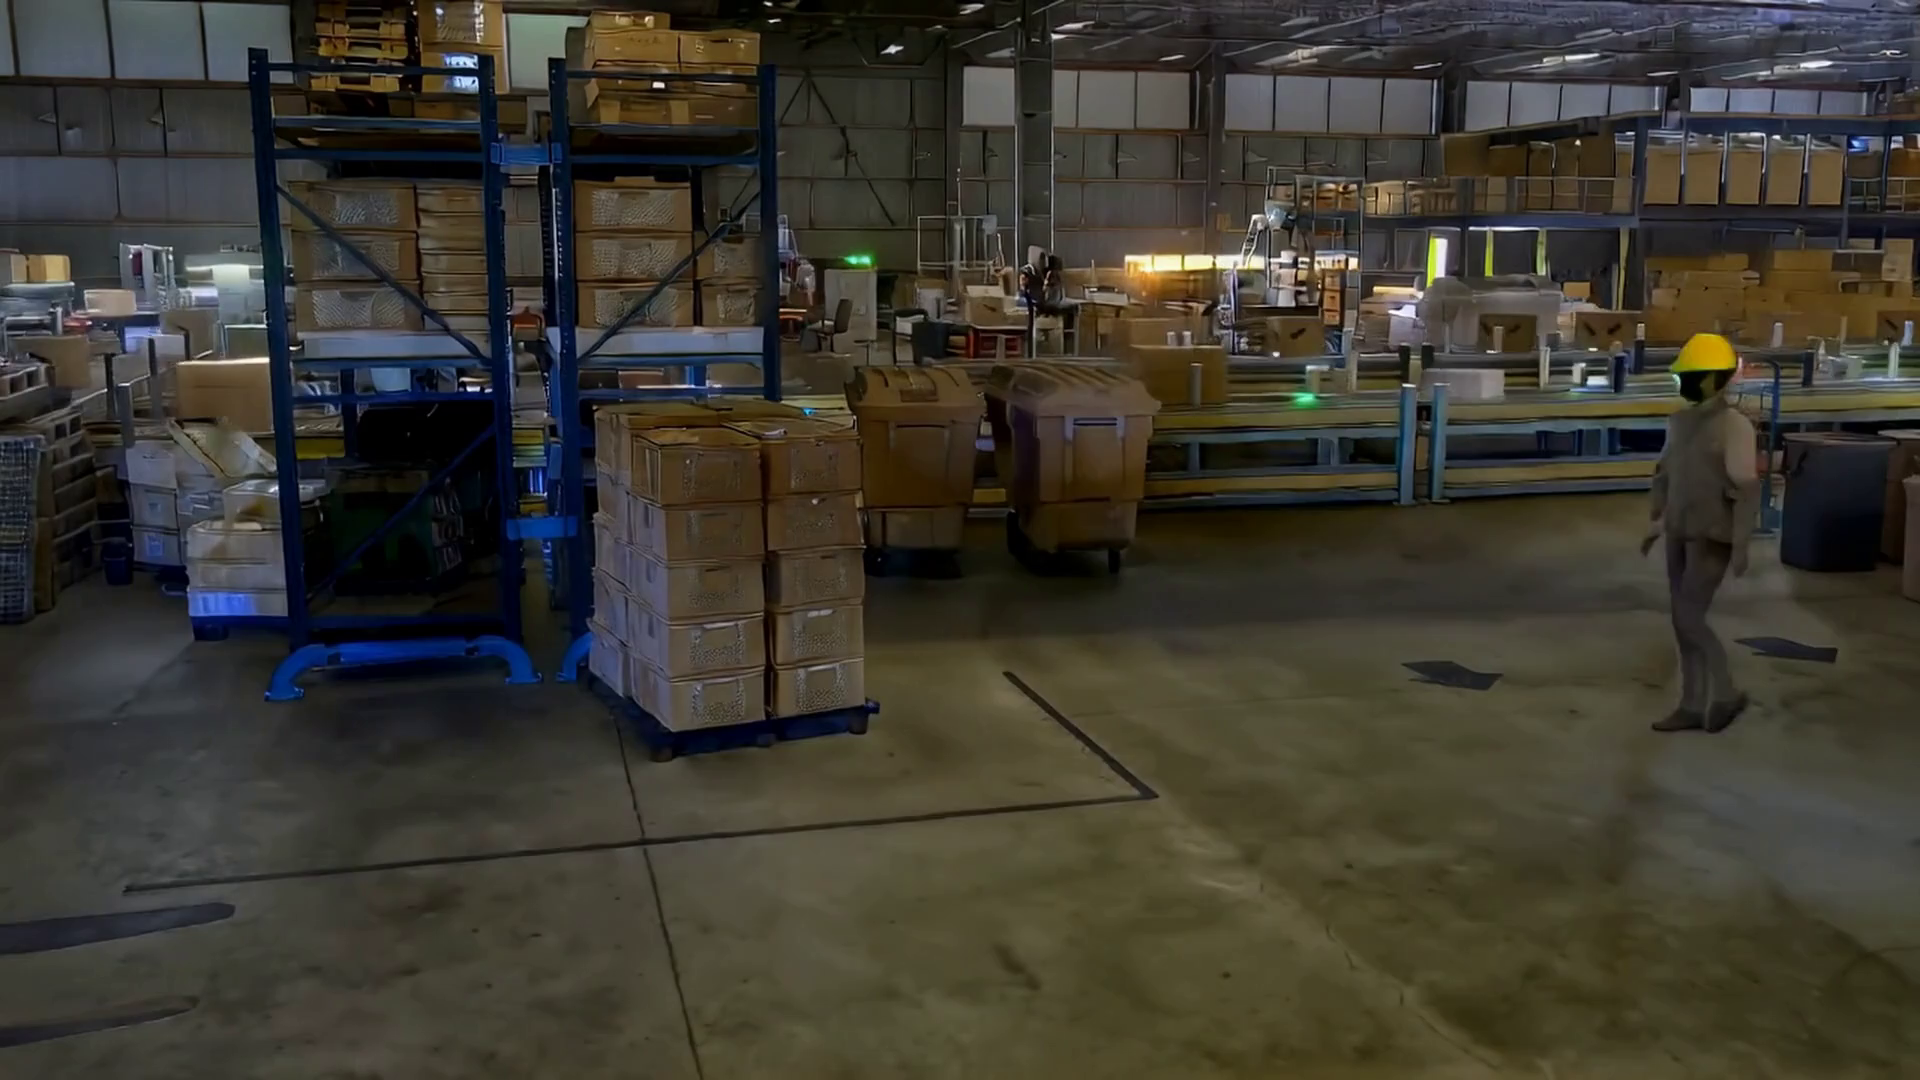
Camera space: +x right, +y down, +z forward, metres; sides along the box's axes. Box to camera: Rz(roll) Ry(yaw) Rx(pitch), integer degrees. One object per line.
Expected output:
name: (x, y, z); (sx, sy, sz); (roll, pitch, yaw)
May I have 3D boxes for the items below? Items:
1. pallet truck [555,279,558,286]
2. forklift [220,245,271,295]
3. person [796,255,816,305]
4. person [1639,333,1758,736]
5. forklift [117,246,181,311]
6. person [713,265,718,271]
pallet truck: (-10.604, -6.375, 44.520); (0.653, 1.274, 1.630); (-3, 10, -15)
forklift: (-17.749, -6.334, 41.440); (1.157, 1.987, 2.680); (-3, 10, -17)
person: (-4.380, -7.013, 46.503); (0.677, 1.869, 0.877); (4, 11, 19)
person: (3.174, -0.008, 7.172); (0.374, 1.757, 0.523); (-2, 10, -11)
forklift: (-19.966, -6.232, 40.894); (1.157, 1.987, 2.680); (-3, 10, -15)
person: (-6.521, -6.459, 42.913); (0.605, 2.030, 0.429); (5, 11, 27)
